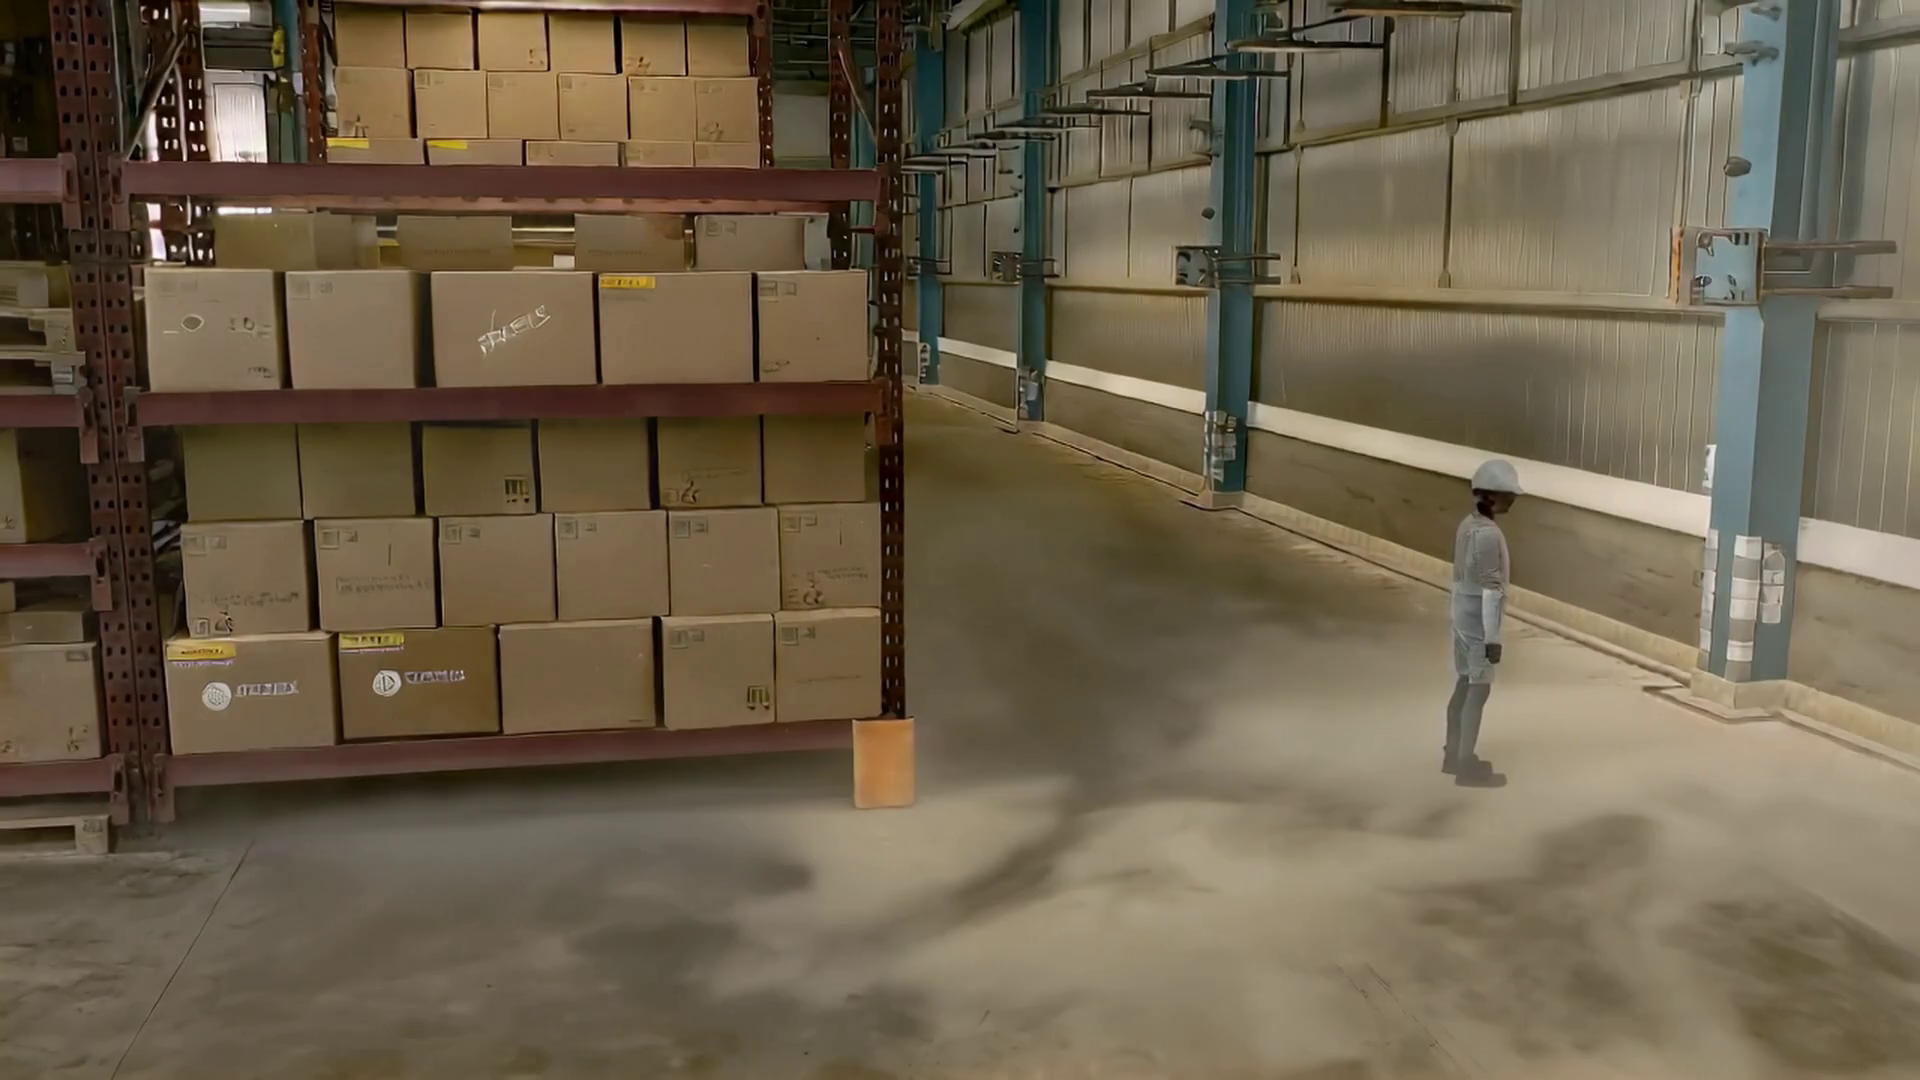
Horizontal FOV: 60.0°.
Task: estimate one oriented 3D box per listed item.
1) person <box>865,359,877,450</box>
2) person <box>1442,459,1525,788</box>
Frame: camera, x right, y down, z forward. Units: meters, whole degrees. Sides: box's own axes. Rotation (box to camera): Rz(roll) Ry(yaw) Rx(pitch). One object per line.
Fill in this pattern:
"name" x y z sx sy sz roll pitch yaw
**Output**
"person" -1.665 -2.391 27.606 0.600 1.831 0.404 -3 10 -20
"person" 3.072 0.487 9.749 0.384 1.930 0.540 1 9 4
